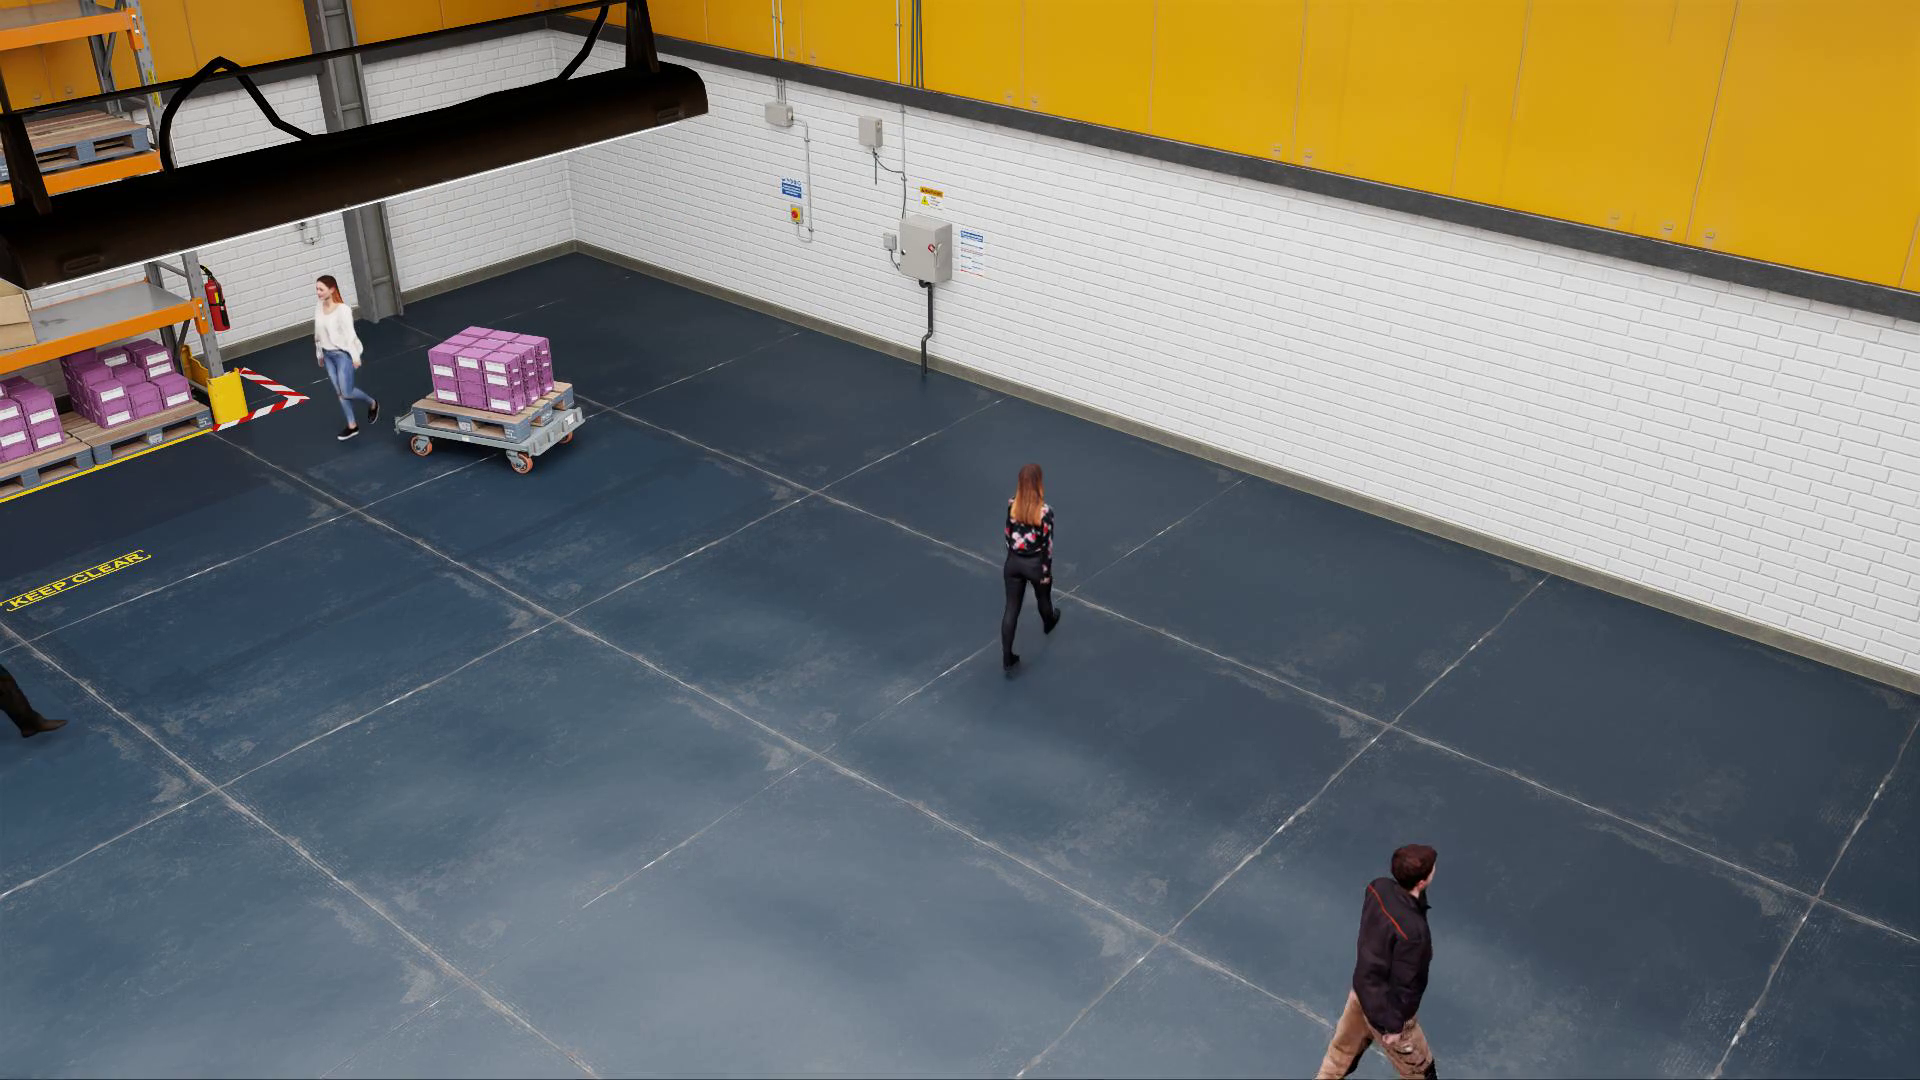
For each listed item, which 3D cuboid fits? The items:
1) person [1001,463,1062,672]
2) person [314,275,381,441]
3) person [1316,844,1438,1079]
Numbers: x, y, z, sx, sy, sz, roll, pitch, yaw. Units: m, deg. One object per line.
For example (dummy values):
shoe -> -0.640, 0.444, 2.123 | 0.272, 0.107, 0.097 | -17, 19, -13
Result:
person -> 0.484, 0.239, 12.732 | 0.763, 1.636, 1.151 | 13, 31, 23
person -> -6.090, -1.828, 16.474 | 0.683, 1.681, 0.781 | 15, 32, 26
person -> 2.089, 2.383, 8.544 | 1.284, 1.882, 1.124 | -7, 29, -13
